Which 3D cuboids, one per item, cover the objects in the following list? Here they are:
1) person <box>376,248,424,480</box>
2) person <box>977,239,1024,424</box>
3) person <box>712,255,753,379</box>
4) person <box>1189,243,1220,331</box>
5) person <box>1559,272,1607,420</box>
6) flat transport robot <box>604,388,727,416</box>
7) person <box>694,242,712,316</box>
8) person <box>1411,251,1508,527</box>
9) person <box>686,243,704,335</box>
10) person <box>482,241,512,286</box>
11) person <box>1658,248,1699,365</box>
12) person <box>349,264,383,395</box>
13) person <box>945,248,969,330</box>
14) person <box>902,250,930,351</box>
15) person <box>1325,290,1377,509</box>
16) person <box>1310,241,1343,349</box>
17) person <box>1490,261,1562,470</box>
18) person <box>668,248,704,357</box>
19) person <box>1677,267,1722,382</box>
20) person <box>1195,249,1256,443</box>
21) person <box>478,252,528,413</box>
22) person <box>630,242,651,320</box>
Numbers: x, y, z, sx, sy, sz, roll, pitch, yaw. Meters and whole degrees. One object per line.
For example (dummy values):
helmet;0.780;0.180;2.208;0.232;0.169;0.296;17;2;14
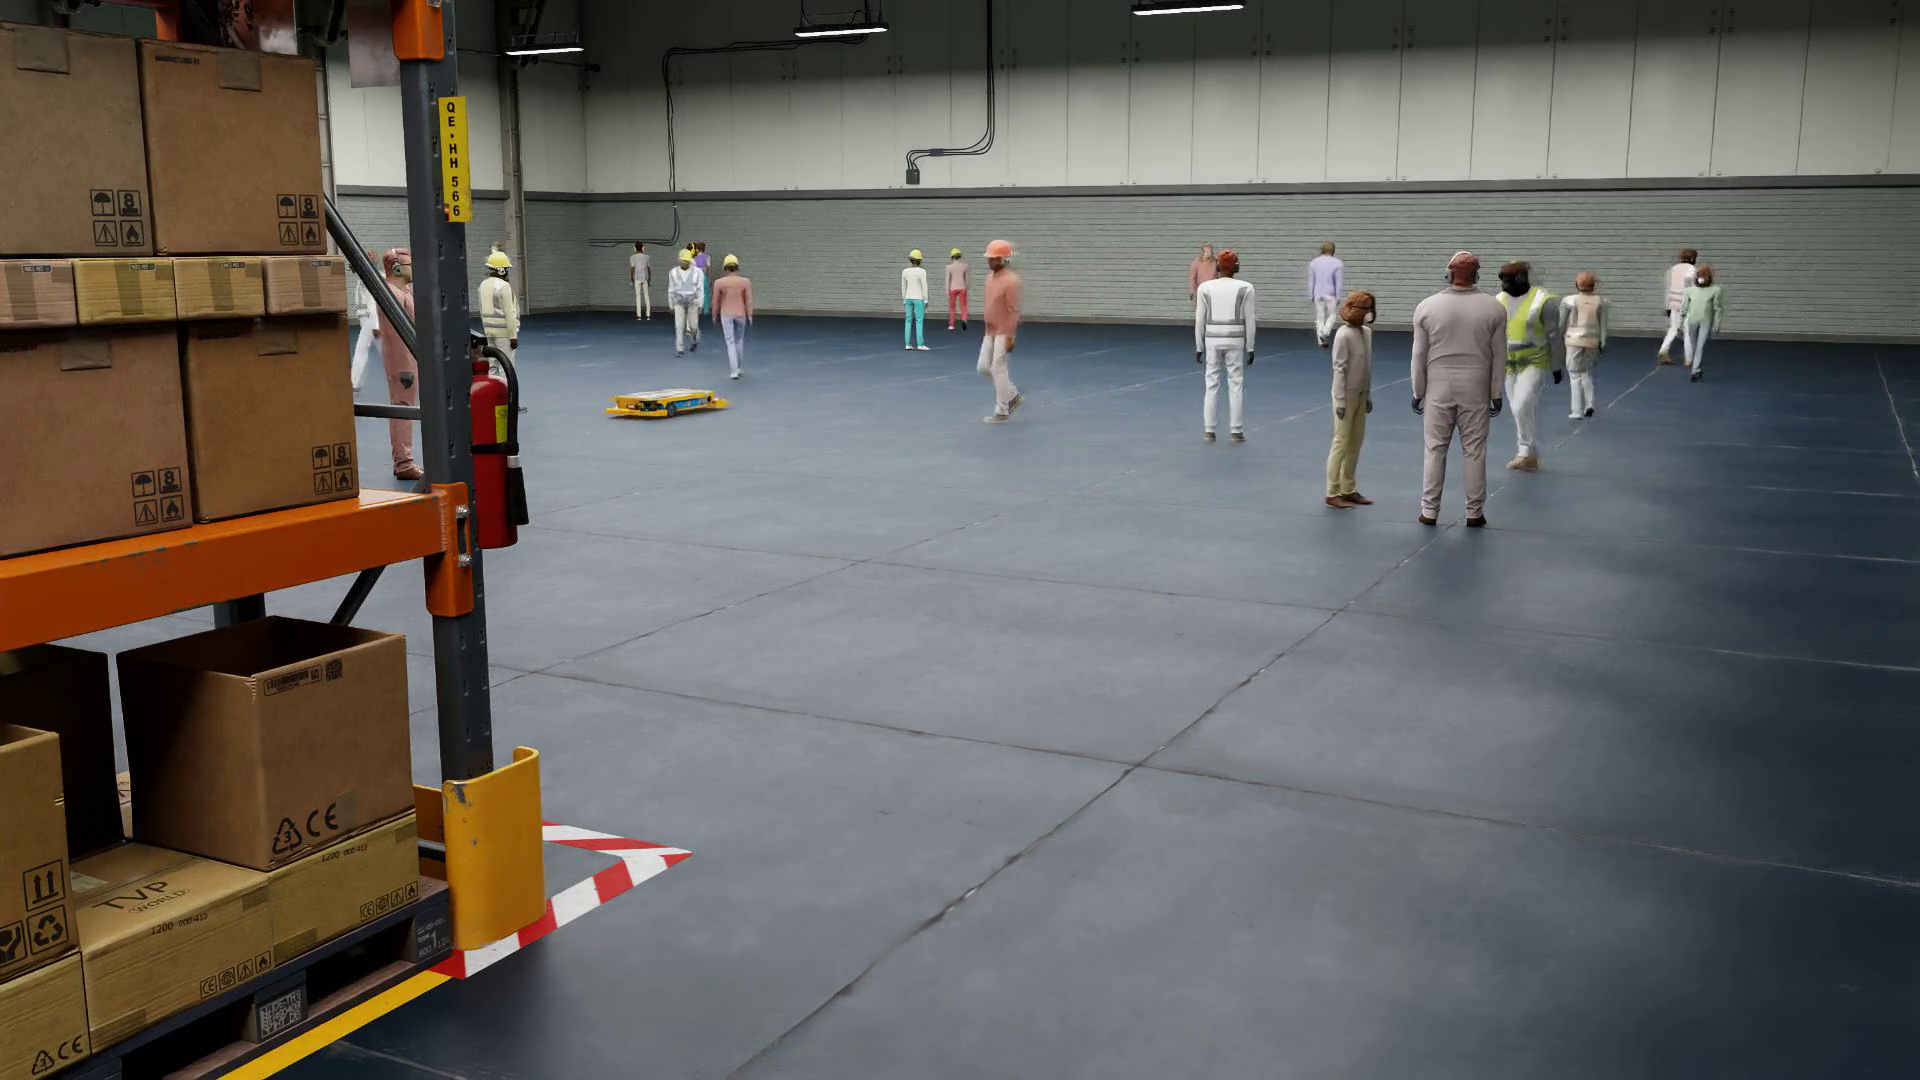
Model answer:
person;-4.617;-1.458;13.850;0.410;1.913;0.643;-4;11;-20
person;0.444;-2.241;17.936;0.480;1.974;0.635;-5;12;-26
person;-3.258;-3.172;23.662;0.552;1.725;0.852;-4;11;-19
person;4.957;-5.056;33.600;0.652;1.875;0.623;0;10;2
person;6.847;-2.138;18.353;0.511;1.622;0.397;0;10;-2
flat transport robot;-3.347;-1.575;18.961;0.652;0.197;1.431;5;12;27
person;-6.540;-6.589;42.002;0.575;1.843;0.374;4;11;18
person;3.464;-1.041;11.576;0.643;1.913;0.408;3;11;15
person;-5.458;-5.132;34.005;0.313;1.866;0.538;-4;11;-19
person;-9.666;-5.318;34.901;0.626;1.916;0.877;3;11;15
person;11.236;-3.618;25.865;0.660;1.831;0.640;-5;11;-23
person;-7.480;-2.767;21.221;1.015;1.839;0.624;-3;11;-16
person;-0.054;-5.339;35.447;0.547;1.755;0.595;-2;11;-10
person;-0.783;-4.220;29.305;0.523;1.769;0.317;7;12;32
person;2.922;-1.044;12.384;0.295;1.624;0.507;8;13;39
person;6.514;-4.354;29.619;0.629;1.926;0.457;7;13;34
person;4.841;-1.495;14.349;0.689;1.801;0.645;-7;12;-33
person;-4.564;-3.956;27.761;0.619;1.806;0.612;0;10;-3
person;10.308;-3.011;23.202;0.521;1.583;0.872;8;13;38
person;2.596;-1.892;16.286;0.584;1.882;0.337;3;11;17
person;-5.220;-2.358;18.972;0.587;1.833;0.404;9;14;41
person;-7.665;-6.206;39.874;0.521;1.865;0.335;-5;12;-25
